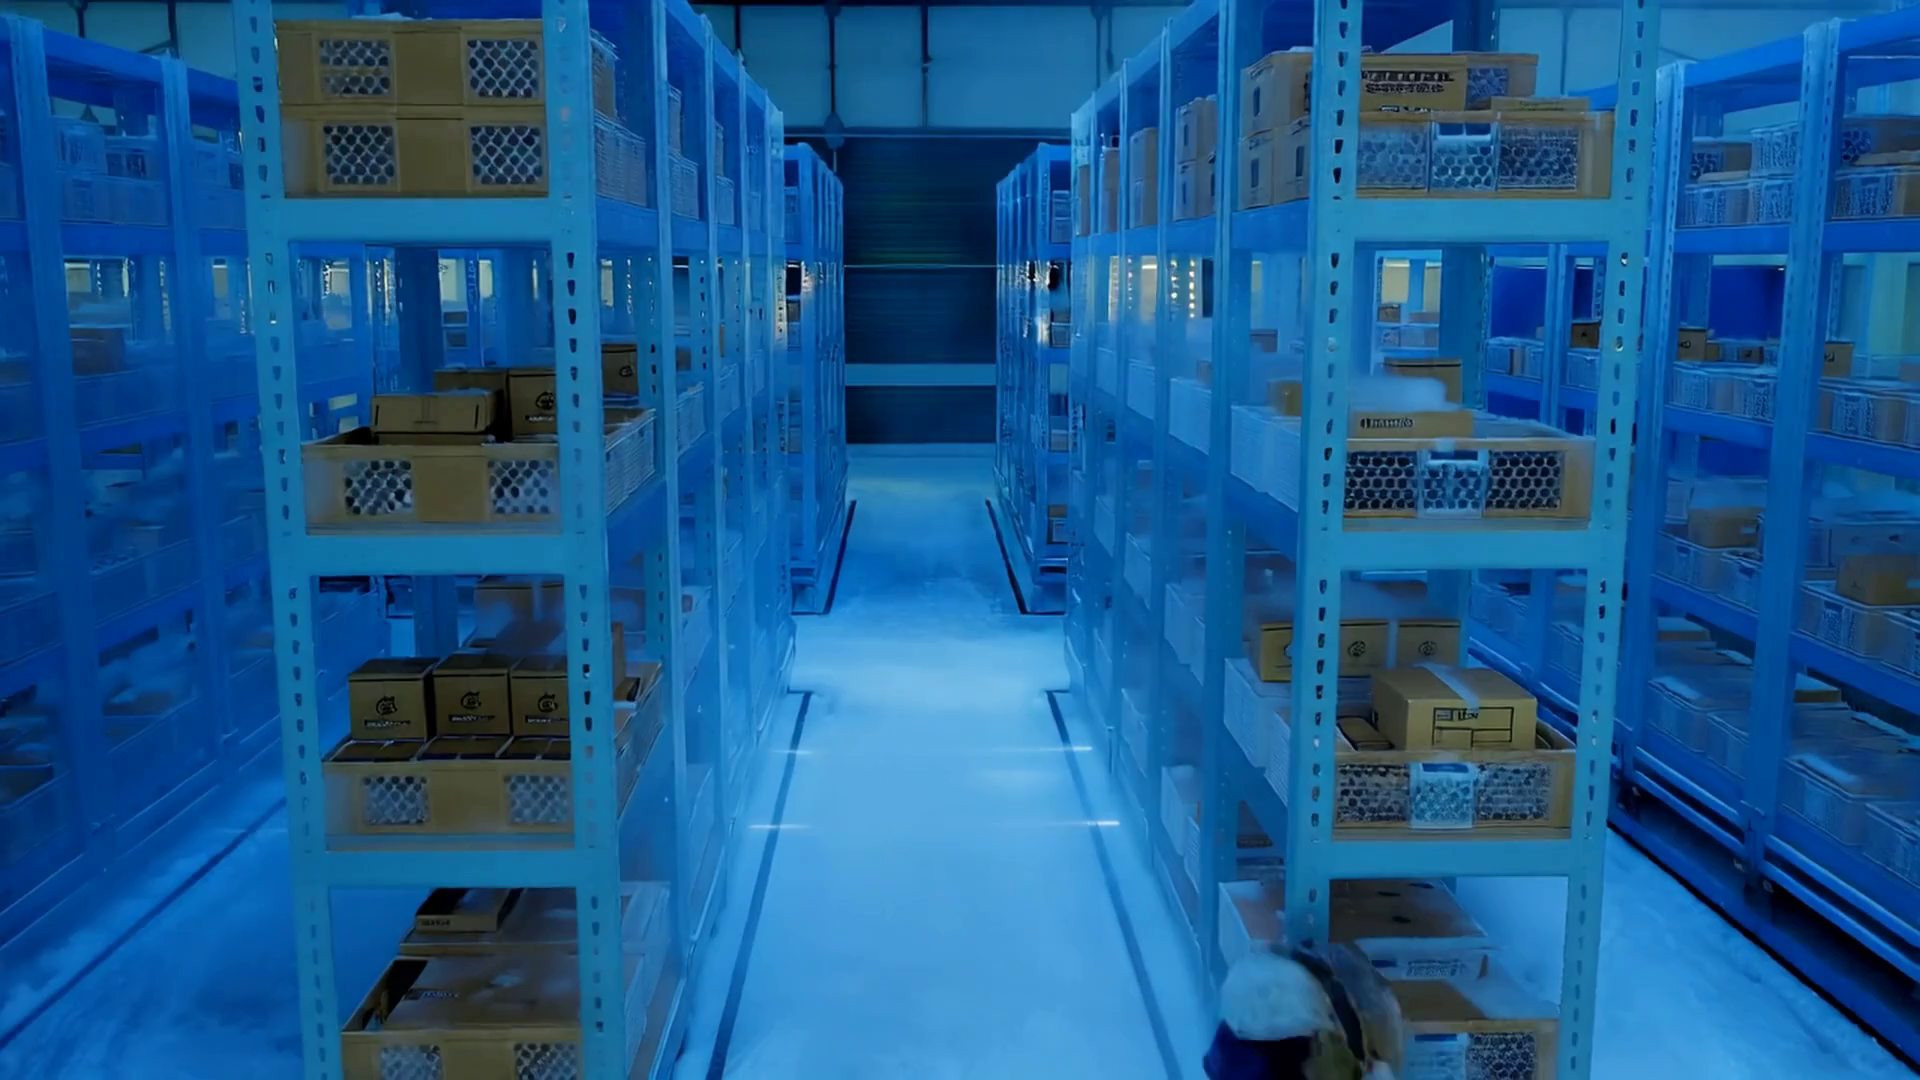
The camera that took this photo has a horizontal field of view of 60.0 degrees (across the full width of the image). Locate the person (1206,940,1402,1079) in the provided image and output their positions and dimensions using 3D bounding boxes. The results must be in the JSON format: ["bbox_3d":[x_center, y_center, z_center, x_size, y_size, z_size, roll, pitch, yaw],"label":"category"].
[{"bbox_3d":[0.447,1.413,2.133,0.479,1.898,0.690,-2,10,-11],"label":"person"}]
